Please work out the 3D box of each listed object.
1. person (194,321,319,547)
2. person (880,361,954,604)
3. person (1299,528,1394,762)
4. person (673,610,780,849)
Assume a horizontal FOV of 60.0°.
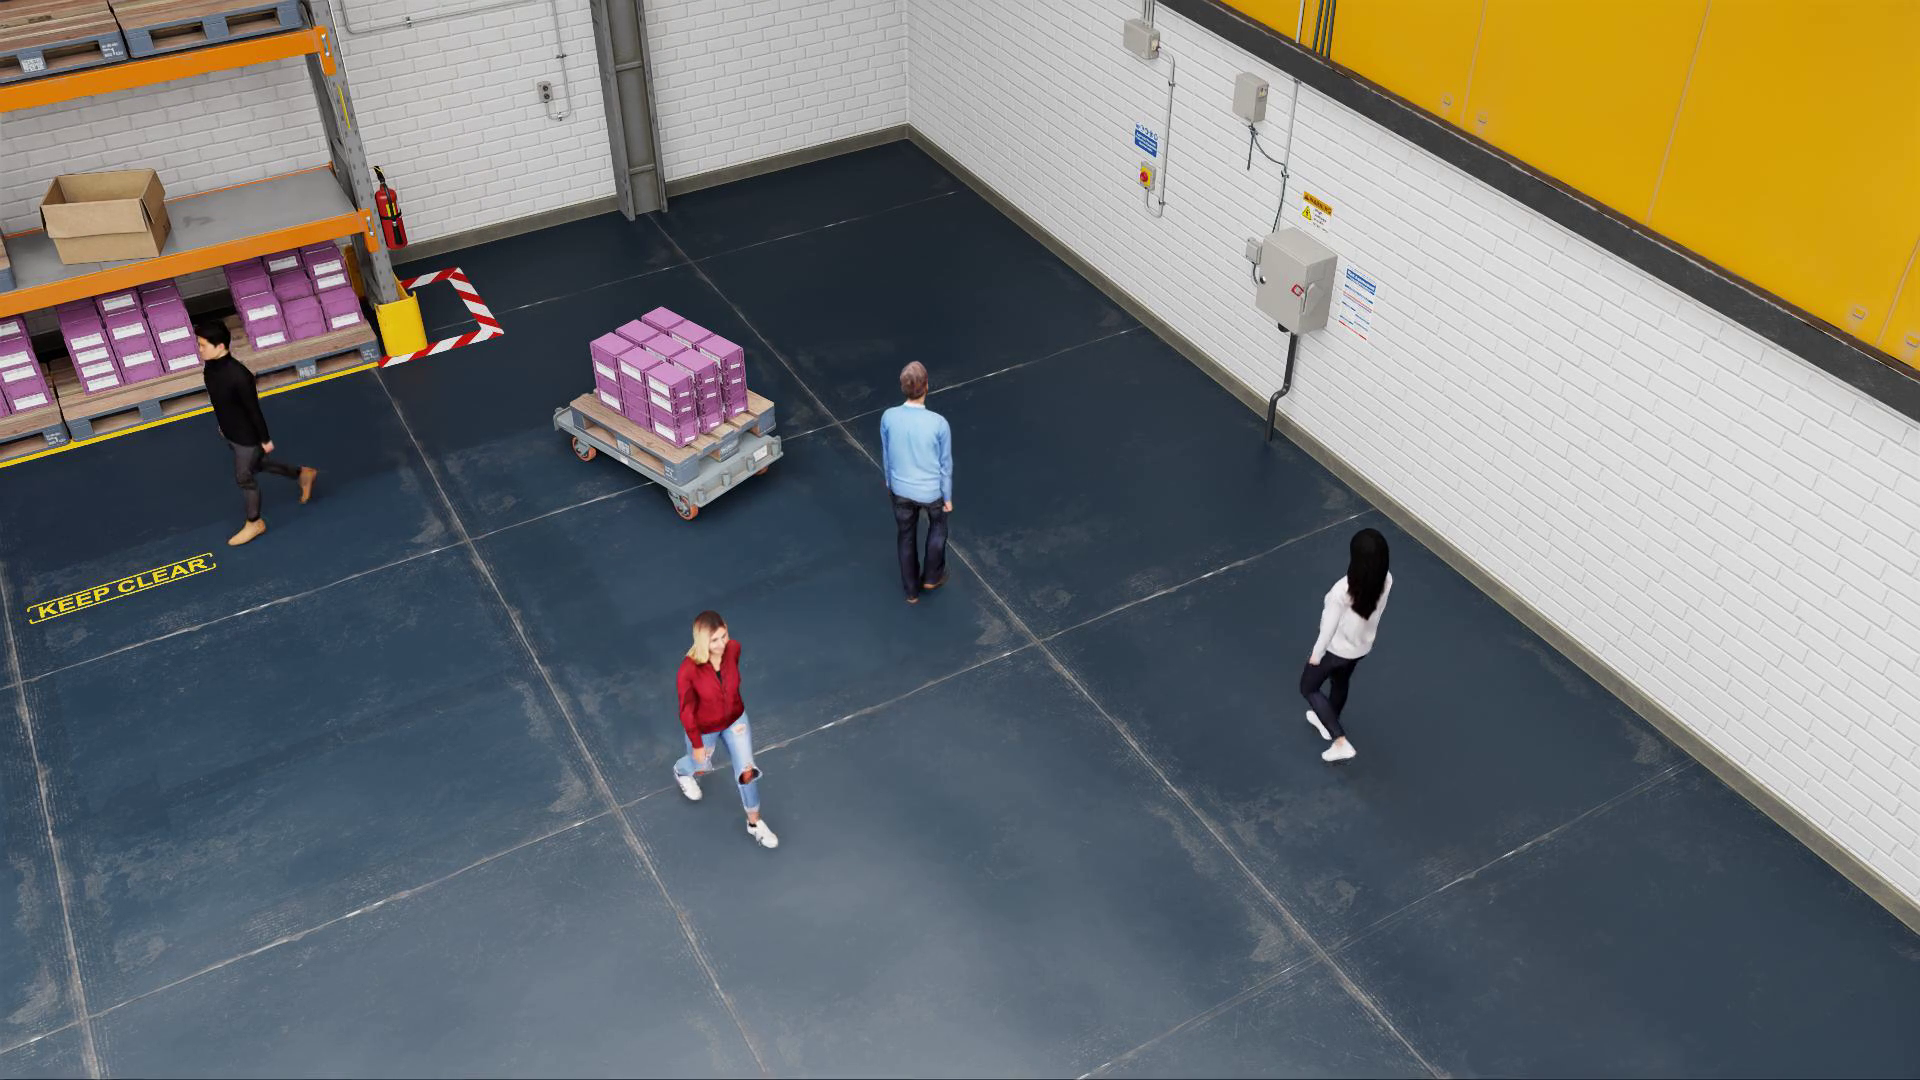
[{"bbox_3d":[-5.008,-0.816,11.739,1.088,1.702,0.808,-32,48,-33],"label":"person"},{"bbox_3d":[-0.305,-0.316,11.034,0.795,1.800,0.853,10,40,12],"label":"person"},{"bbox_3d":[2.318,0.660,9.900,0.710,1.692,0.721,-22,43,-25],"label":"person"},{"bbox_3d":[-1.447,1.027,9.513,1.066,1.601,0.803,-28,47,-31],"label":"person"}]
